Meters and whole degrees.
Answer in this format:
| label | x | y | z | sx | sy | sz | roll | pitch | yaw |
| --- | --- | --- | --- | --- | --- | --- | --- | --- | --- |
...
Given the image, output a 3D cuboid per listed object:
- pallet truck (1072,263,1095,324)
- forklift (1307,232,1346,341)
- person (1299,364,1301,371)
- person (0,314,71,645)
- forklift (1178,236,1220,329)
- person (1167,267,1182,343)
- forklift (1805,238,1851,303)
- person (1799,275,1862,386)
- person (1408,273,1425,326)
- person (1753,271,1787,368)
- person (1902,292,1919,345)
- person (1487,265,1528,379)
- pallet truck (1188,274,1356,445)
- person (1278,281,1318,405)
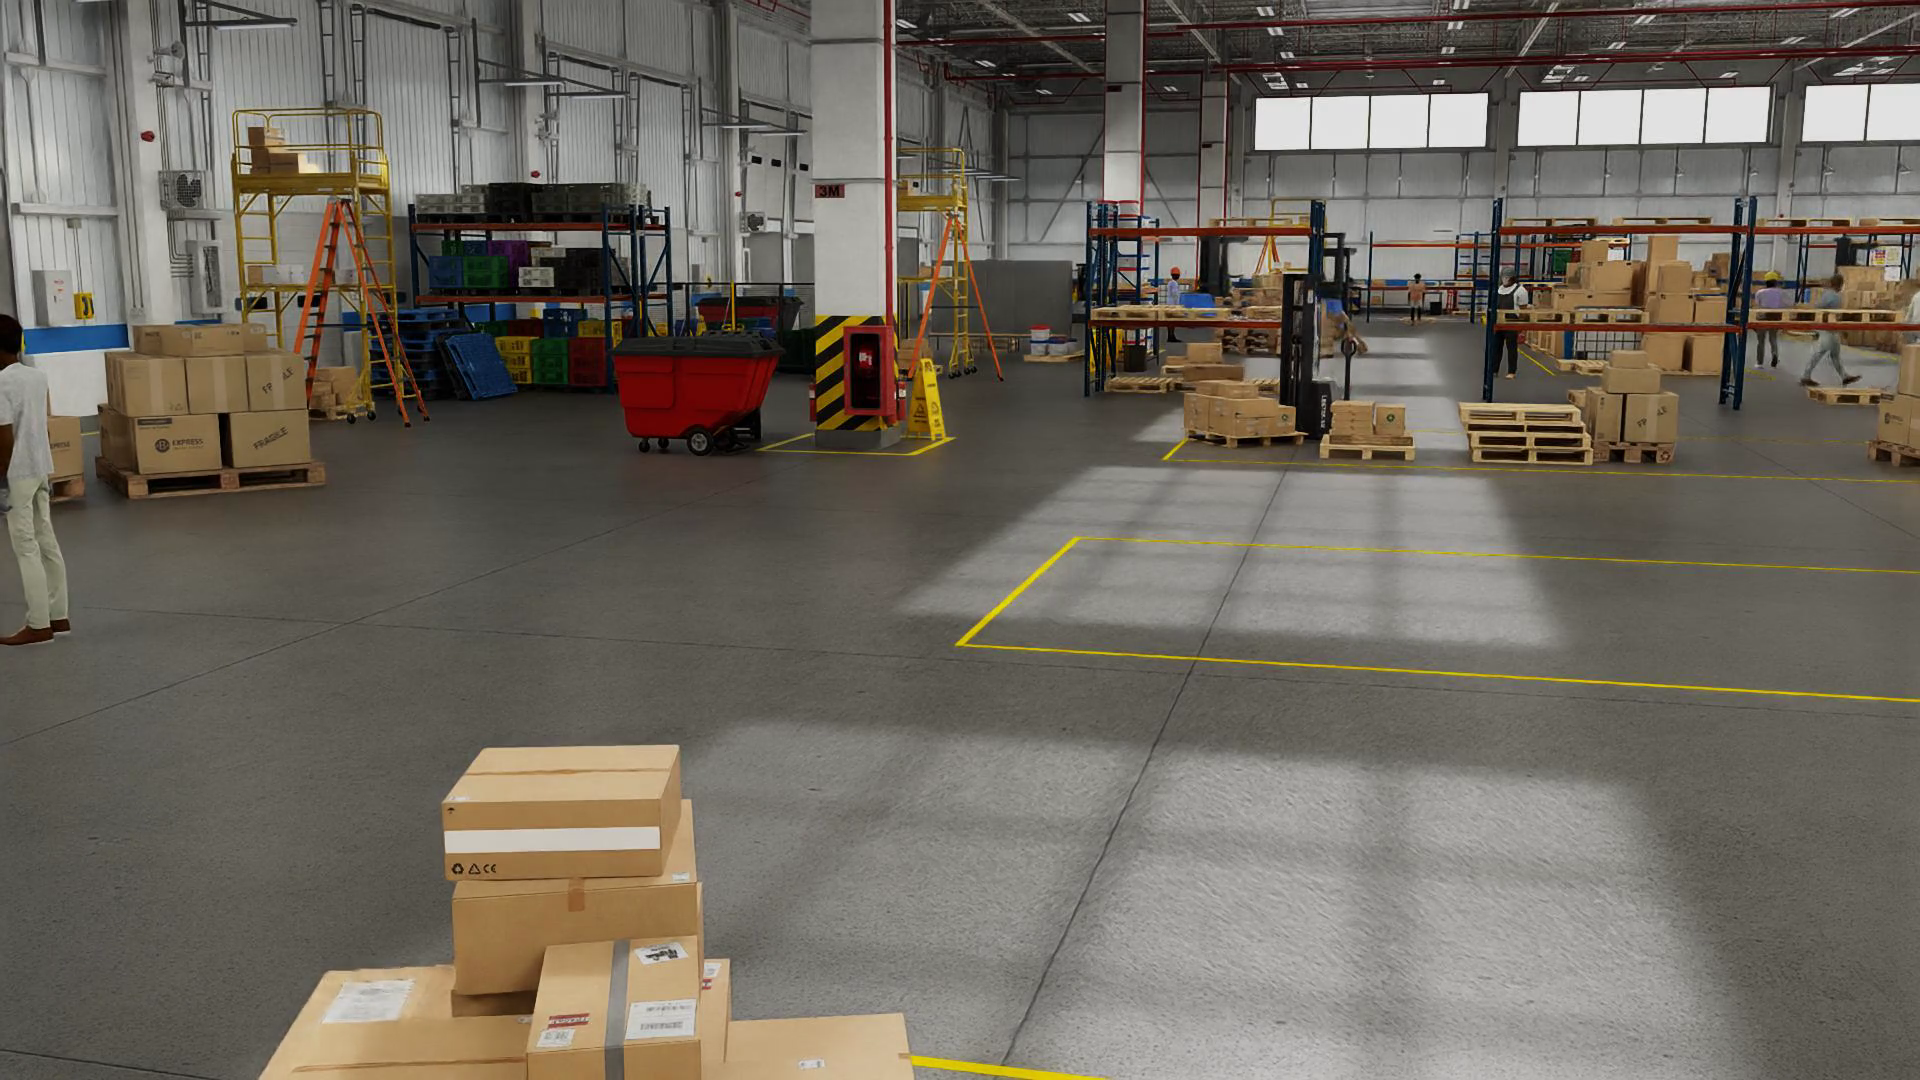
| label | x | y | z | sx | sy | sz | roll | pitch | yaw |
| --- | --- | --- | --- | --- | --- | --- | --- | --- | --- |
| pallet truck | 4.325 | -8.180 | 55.162 | 0.823 | 1.965 | 1.885 | 6 | 11 | 31 |
| forklift | 9.557 | -6.653 | 43.579 | 1.129 | 2.768 | 1.873 | 5 | 11 | 29 |
| person | 6.664 | -4.096 | 31.892 | 0.321 | 1.736 | 0.485 | 6 | 11 | 31 |
| person | -5.294 | -0.332 | 9.365 | 0.329 | 1.862 | 0.518 | 0 | 10 | 1 |
| forklift | 7.541 | -7.835 | 50.538 | 1.873 | 2.768 | 1.129 | -2 | 10 | -13 |
| person | 5.504 | -6.034 | 42.694 | 0.353 | 1.942 | 0.546 | -1 | 10 | -8 |
| forklift | 29.154 | -8.614 | 55.122 | 1.873 | 2.768 | 1.129 | 7 | 12 | 34 |
| person | 14.765 | -3.528 | 28.118 | 1.028 | 1.884 | 0.639 | 2 | 10 | 14 |
| person | 14.529 | -7.653 | 52.982 | 0.546 | 1.676 | 0.580 | 2 | 10 | 14 |
| person | 15.854 | -4.306 | 32.584 | 0.601 | 1.910 | 0.620 | 2 | 10 | 9 |
| person | 15.784 | -3.374 | 27.169 | 0.748 | 1.888 | 0.651 | -3 | 10 | -17 |
| person | 9.775 | -3.900 | 29.835 | 0.536 | 2.000 | 0.676 | -8 | 13 | -41 |
| pallet truck | 3.653 | -2.138 | 19.590 | 1.885 | 1.965 | 0.823 | -4 | 10 | -20 |
| person | 4.861 | -2.836 | 23.952 | 0.817 | 1.904 | 0.655 | 3 | 10 | 18 |
